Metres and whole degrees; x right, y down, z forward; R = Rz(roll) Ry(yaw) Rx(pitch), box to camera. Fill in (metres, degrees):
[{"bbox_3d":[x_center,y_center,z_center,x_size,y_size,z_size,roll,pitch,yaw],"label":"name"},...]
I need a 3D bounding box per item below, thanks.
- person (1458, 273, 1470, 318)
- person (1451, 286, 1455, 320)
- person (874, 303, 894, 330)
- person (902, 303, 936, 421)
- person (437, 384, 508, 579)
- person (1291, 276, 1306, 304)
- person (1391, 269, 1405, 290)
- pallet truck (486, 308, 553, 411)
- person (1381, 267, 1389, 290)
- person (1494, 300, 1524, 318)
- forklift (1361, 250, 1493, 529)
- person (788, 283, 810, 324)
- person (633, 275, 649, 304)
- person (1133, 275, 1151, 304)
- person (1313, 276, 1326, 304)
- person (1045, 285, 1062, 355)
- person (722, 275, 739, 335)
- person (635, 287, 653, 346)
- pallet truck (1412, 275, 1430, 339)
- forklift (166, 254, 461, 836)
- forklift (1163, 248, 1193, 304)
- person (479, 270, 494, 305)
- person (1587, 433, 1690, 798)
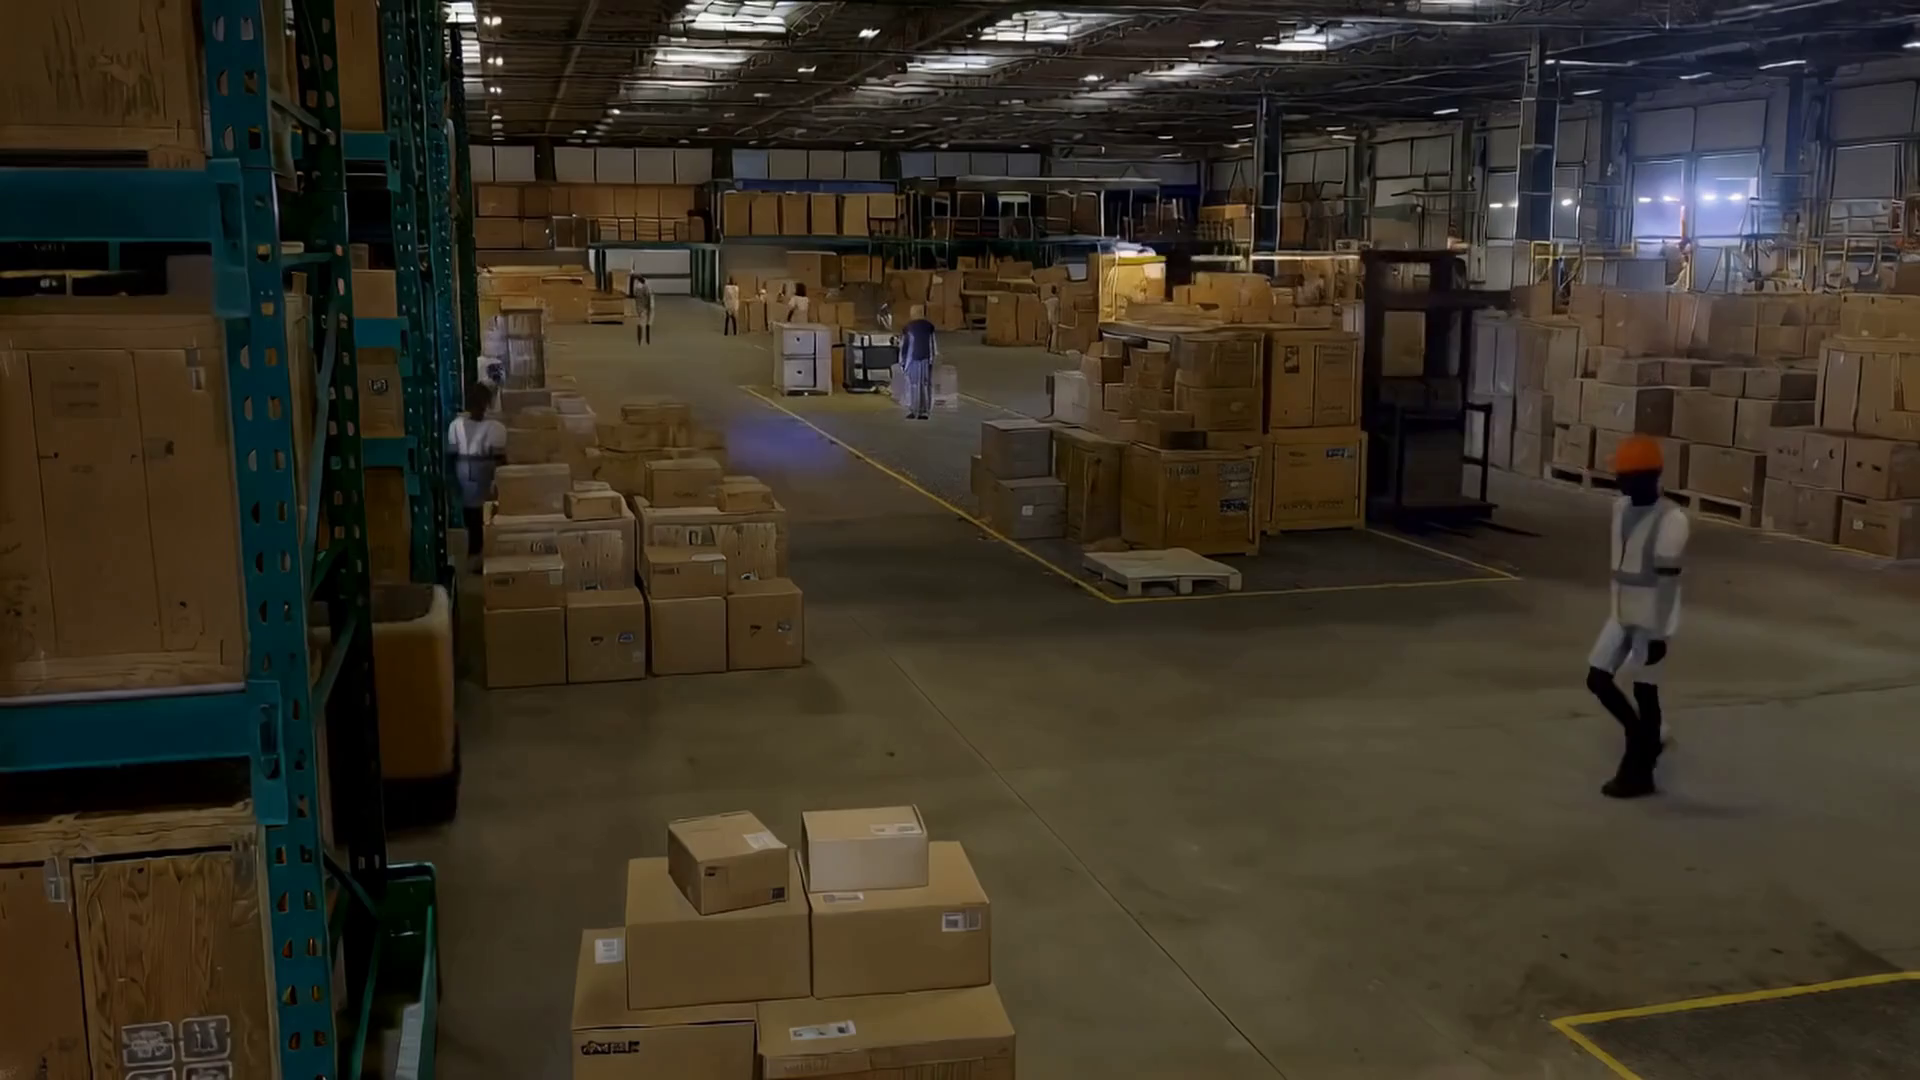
[{"bbox_3d":[20.080,-9.745,66.361,0.505,1.817,0.991,2,10,10],"label":"person"},{"bbox_3d":[15.828,-7.634,54.132,0.395,1.922,0.588,-8,13,-40],"label":"person"},{"bbox_3d":[-1.688,-4.436,36.857,0.519,1.627,0.407,-10,14,-43],"label":"person"},{"bbox_3d":[-0.691,-2.930,27.437,0.630,1.937,0.373,-8,13,-39],"label":"person"},{"bbox_3d":[-4.238,-0.527,14.563,0.579,1.671,0.570,3,11,19],"label":"person"},{"bbox_3d":[9.858,-6.692,48.446,0.753,2.000,0.718,0,10,1],"label":"person"},{"bbox_3d":[20.373,-11.715,77.452,0.626,1.844,0.429,4,11,24],"label":"person"},{"bbox_3d":[-6.242,-2.418,24.362,0.823,1.965,1.885,1,10,3],"label":"pallet truck"},{"bbox_3d":[20.161,-12.032,79.063,0.618,1.899,0.485,-7,12,-34],"label":"person"},{"bbox_3d":[11.030,-3.949,33.640,0.684,1.787,0.868,5,11,24],"label":"person"},{"bbox_3d":[4.662,-1.648,17.507,1.129,2.768,1.873,-3,10,-15],"label":"forklift"},{"bbox_3d":[-4.186,-5.662,42.892,0.609,1.943,0.793,-9,13,-40],"label":"person"},{"bbox_3d":[-11.943,-9.004,62.200,0.589,1.810,0.791,0,10,-2],"label":"person"},{"bbox_3d":[6.453,-8.571,59.655,0.750,1.854,0.373,4,11,20],"label":"person"},{"bbox_3d":[12.051,-7.913,55.801,1.026,1.895,0.623,8,13,37],"label":"person"},{"bbox_3d":[2.487,-5.830,44.091,0.325,1.860,0.511,-9,13,-40],"label":"person"},{"bbox_3d":[-7.433,-7.614,53.958,0.551,1.934,0.372,0,10,-1],"label":"person"},{"bbox_3d":[-9.138,-6.460,48.106,0.542,1.695,0.316,-5,11,-28],"label":"person"},{"bbox_3d":[14.620,-7.324,52.145,0.823,1.965,1.885,8,13,40],"label":"pallet truck"},{"bbox_3d":[-3.494,0.010,8.118,1.873,2.768,1.129,-3,10,-15],"label":"forklift"},{"bbox_3d":[4.896,-5.206,37.651,1.873,2.768,1.129,-3,10,-15],"label":"forklift"},{"bbox_3d":[-23.057,-12.269,80.970,0.708,1.705,0.509,-2,10,-11],"label":"person"},{"bbox_3d":[3.505,0.402,8.623,0.439,1.922,0.556,-3,11,-17],"label":"person"}]
